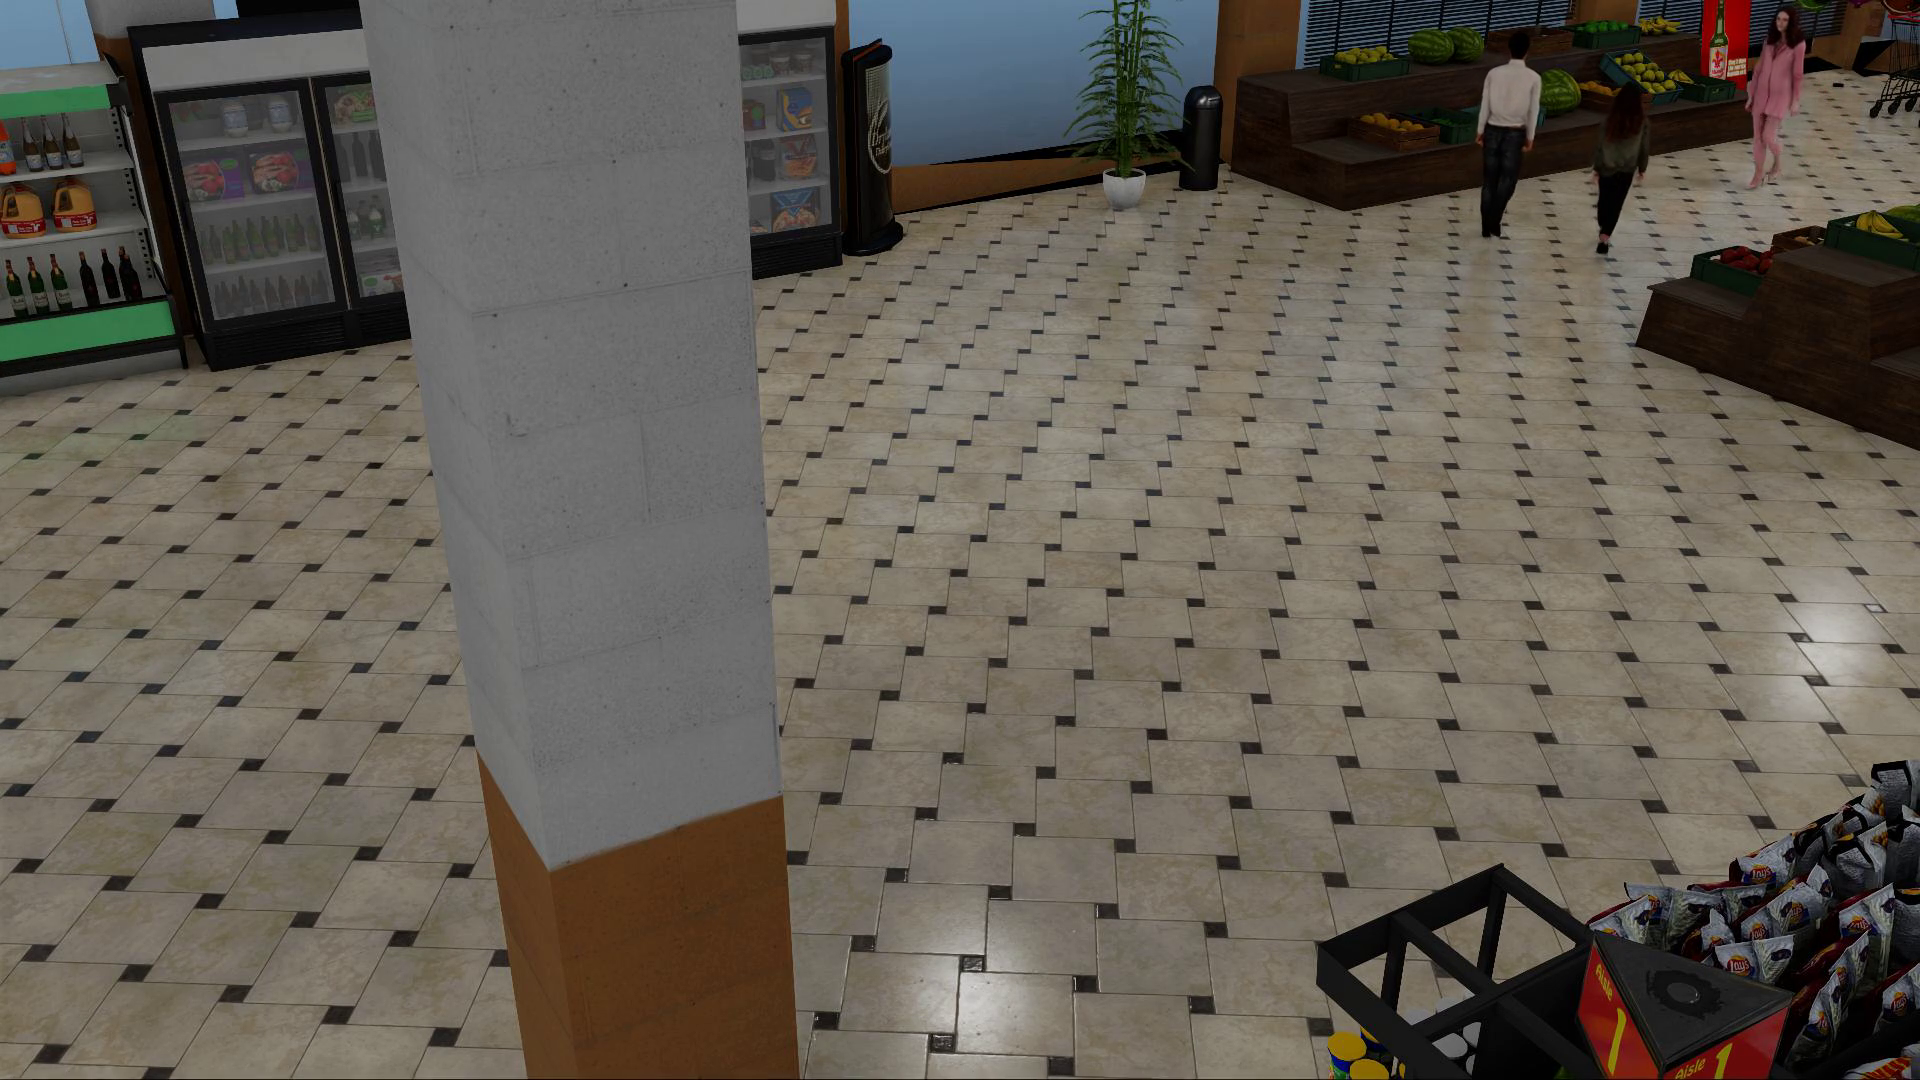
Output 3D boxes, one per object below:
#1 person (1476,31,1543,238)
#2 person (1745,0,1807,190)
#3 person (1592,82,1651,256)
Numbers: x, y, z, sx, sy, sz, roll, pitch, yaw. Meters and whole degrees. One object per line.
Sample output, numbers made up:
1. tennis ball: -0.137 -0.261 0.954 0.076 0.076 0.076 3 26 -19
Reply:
1. person: 4.766 -3.512 14.609 0.902 1.795 0.995 13 30 23
2. person: 7.972 -4.307 16.199 0.743 1.776 0.633 -16 31 -29
3. person: 5.643 -3.149 14.285 0.931 1.441 1.100 13 30 24
